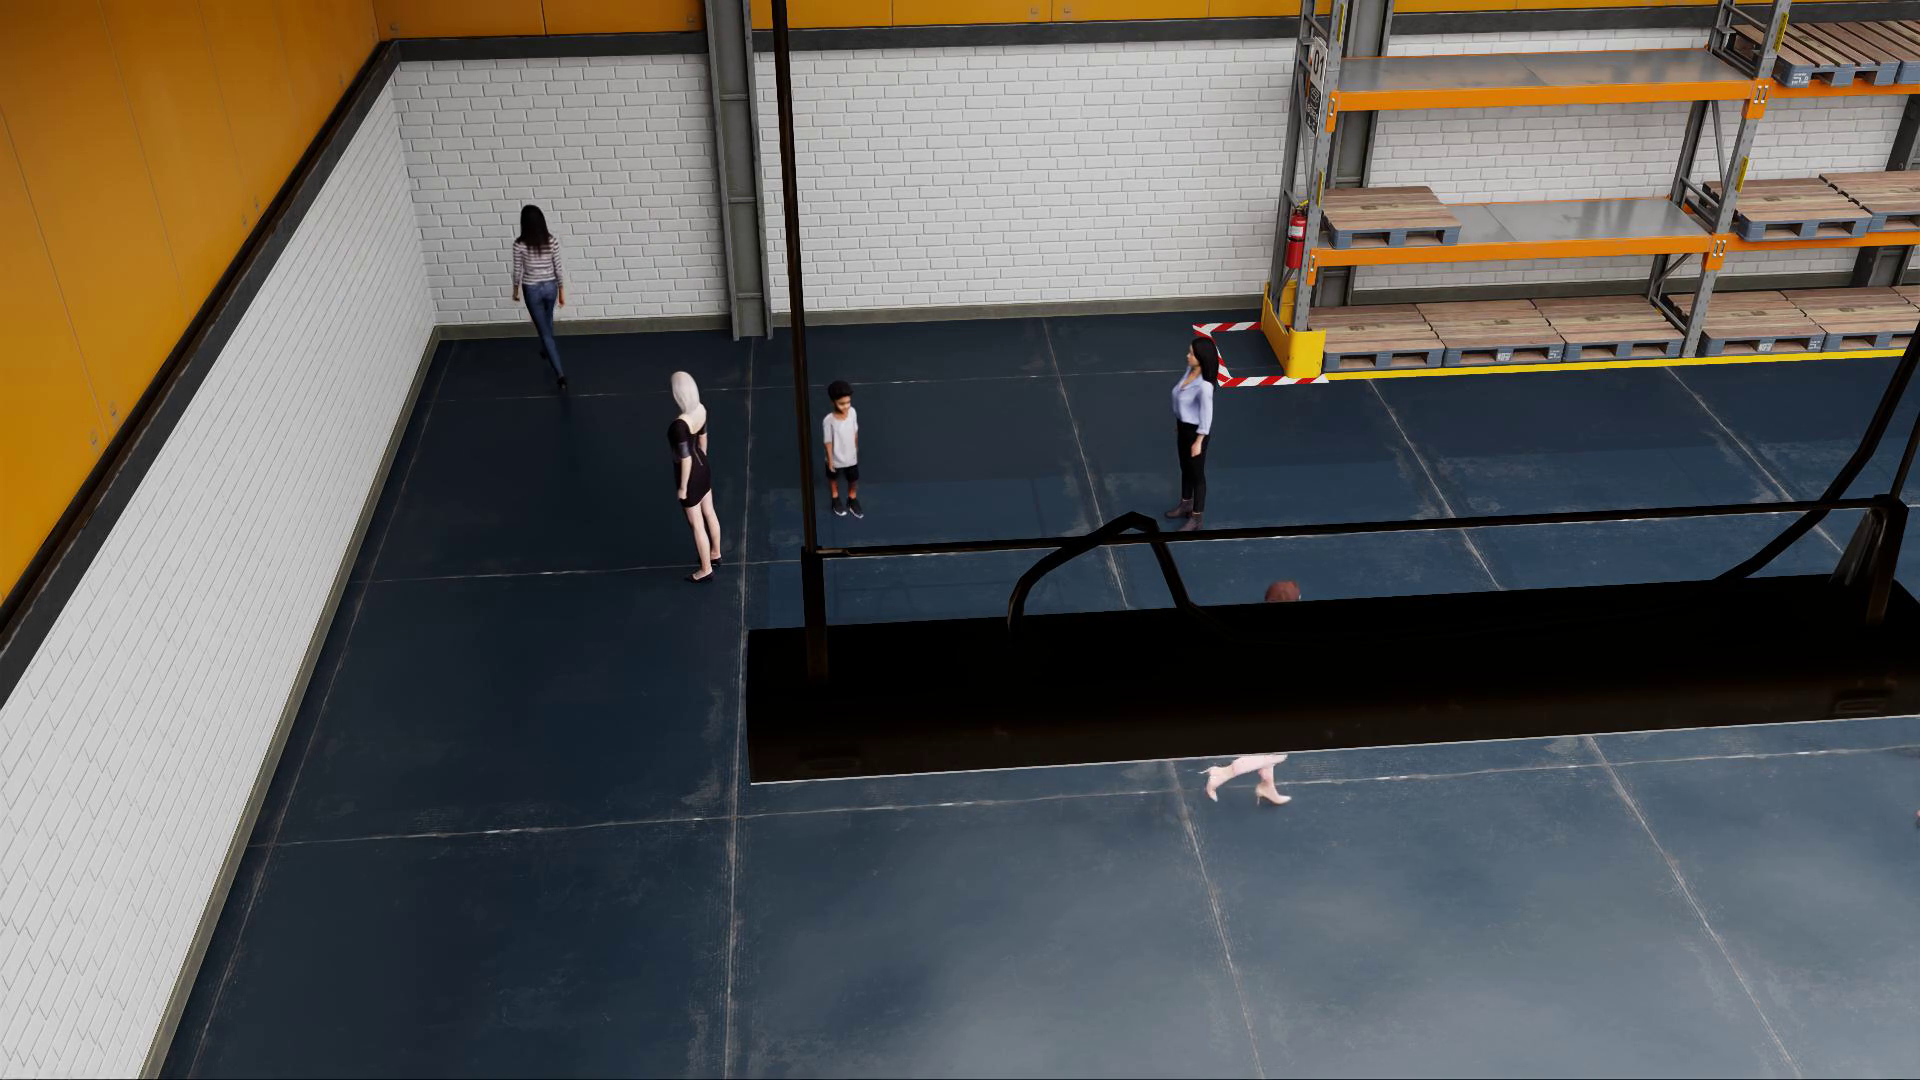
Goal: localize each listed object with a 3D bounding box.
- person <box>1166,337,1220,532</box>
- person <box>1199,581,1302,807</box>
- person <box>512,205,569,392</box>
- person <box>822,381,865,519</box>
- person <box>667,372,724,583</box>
[{"bbox_3d":[1.906,-0.861,13.556,0.598,1.744,0.678,-8,34,-11],"label":"person"},{"bbox_3d":[1.912,1.045,10.648,0.861,1.788,0.612,-3,34,-5],"label":"person"},{"bbox_3d":[-3.909,-2.219,15.608,1.150,1.734,0.984,-17,37,-23],"label":"person"},{"bbox_3d":[-1.028,-0.791,13.900,0.576,1.246,0.640,-14,36,-20],"label":"person"},{"bbox_3d":[-2.064,-0.490,12.918,0.632,1.831,0.656,10,35,15],"label":"person"}]
